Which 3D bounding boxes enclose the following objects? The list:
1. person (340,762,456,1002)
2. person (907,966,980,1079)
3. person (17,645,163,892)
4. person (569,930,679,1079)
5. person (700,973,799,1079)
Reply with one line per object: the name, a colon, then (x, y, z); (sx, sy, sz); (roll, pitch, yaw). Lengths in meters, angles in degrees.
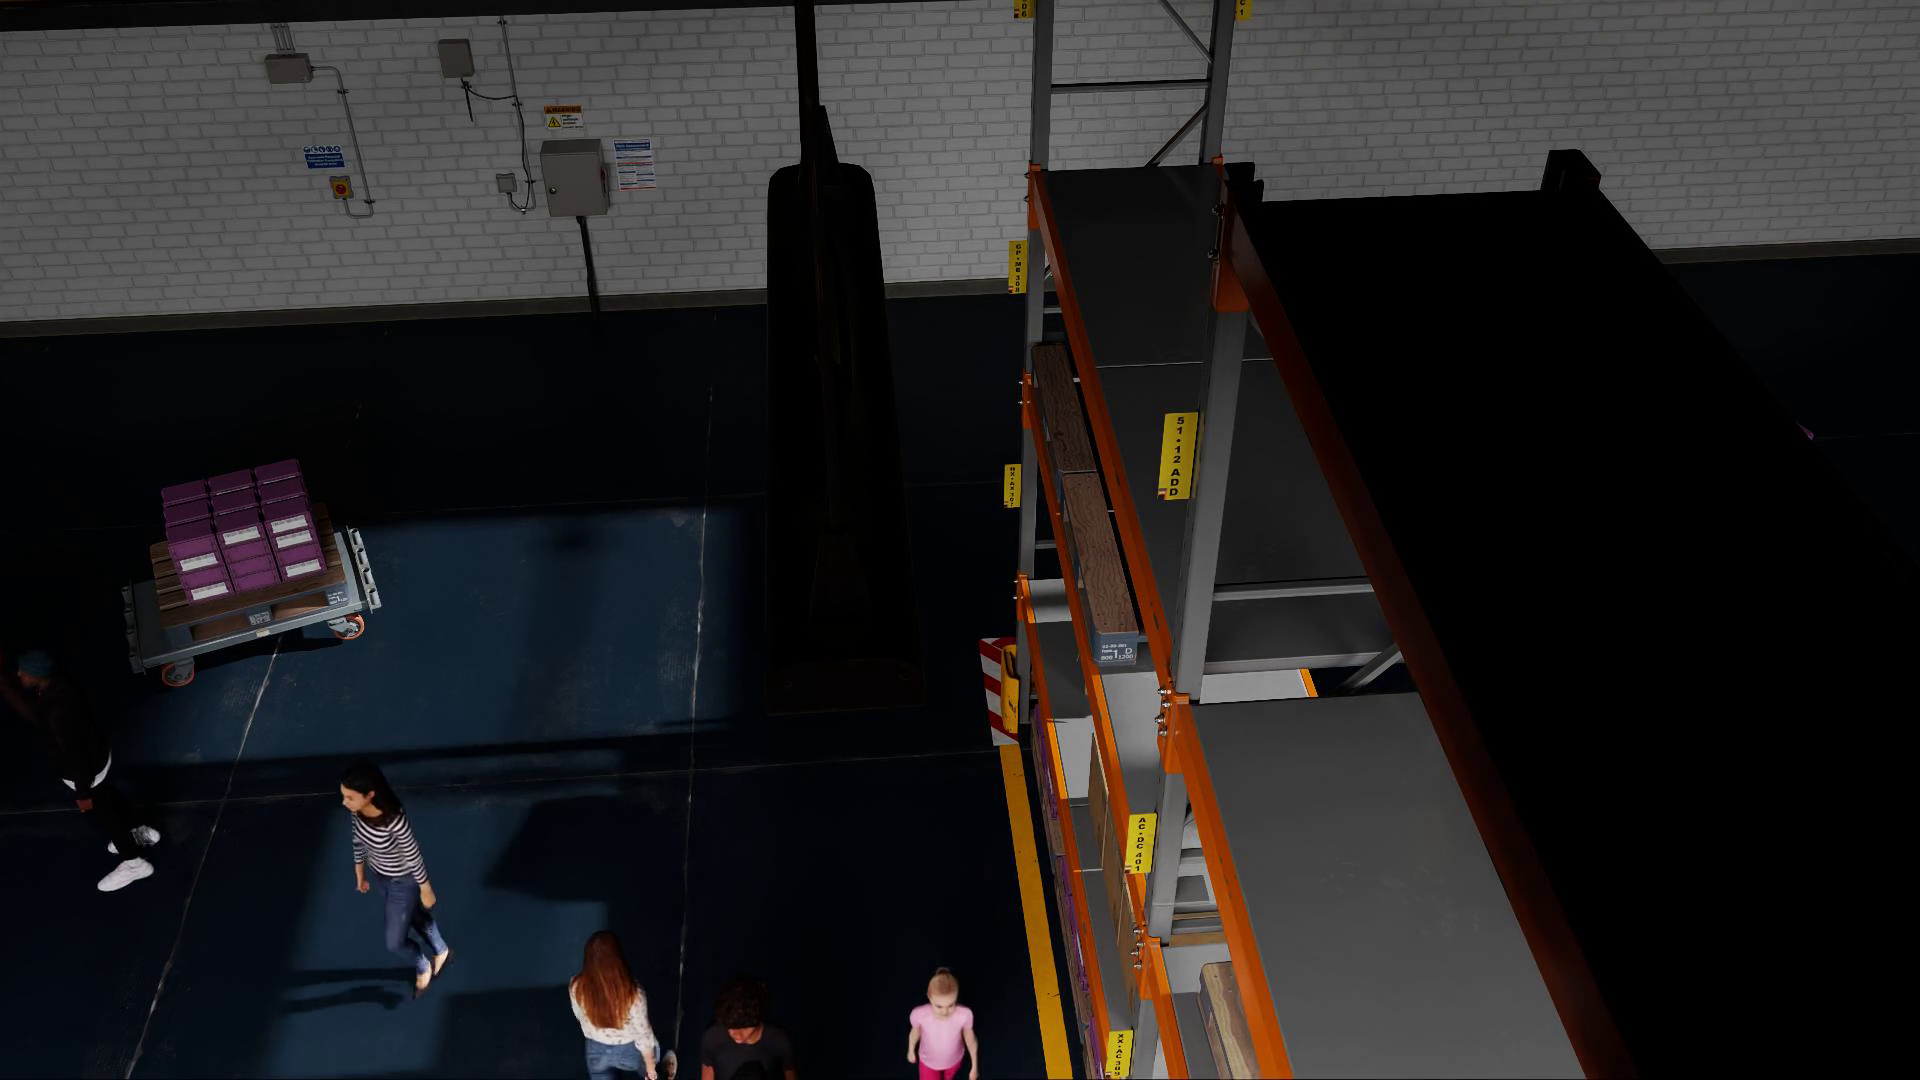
person: (-3.011, 1.823, 9.145); (0.759, 1.776, 0.814); (24, 45, 27)
person: (-0.104, 2.602, 8.590); (0.520, 1.250, 0.815); (-4, 39, -5)
person: (-5.123, 1.303, 9.759); (0.827, 1.822, 0.695); (-18, 42, -21)
person: (-1.716, 2.604, 8.239); (0.785, 1.686, 1.185); (6, 39, 7)
person: (-0.989, 2.674, 8.092); (0.728, 1.759, 1.060); (2, 39, 3)
